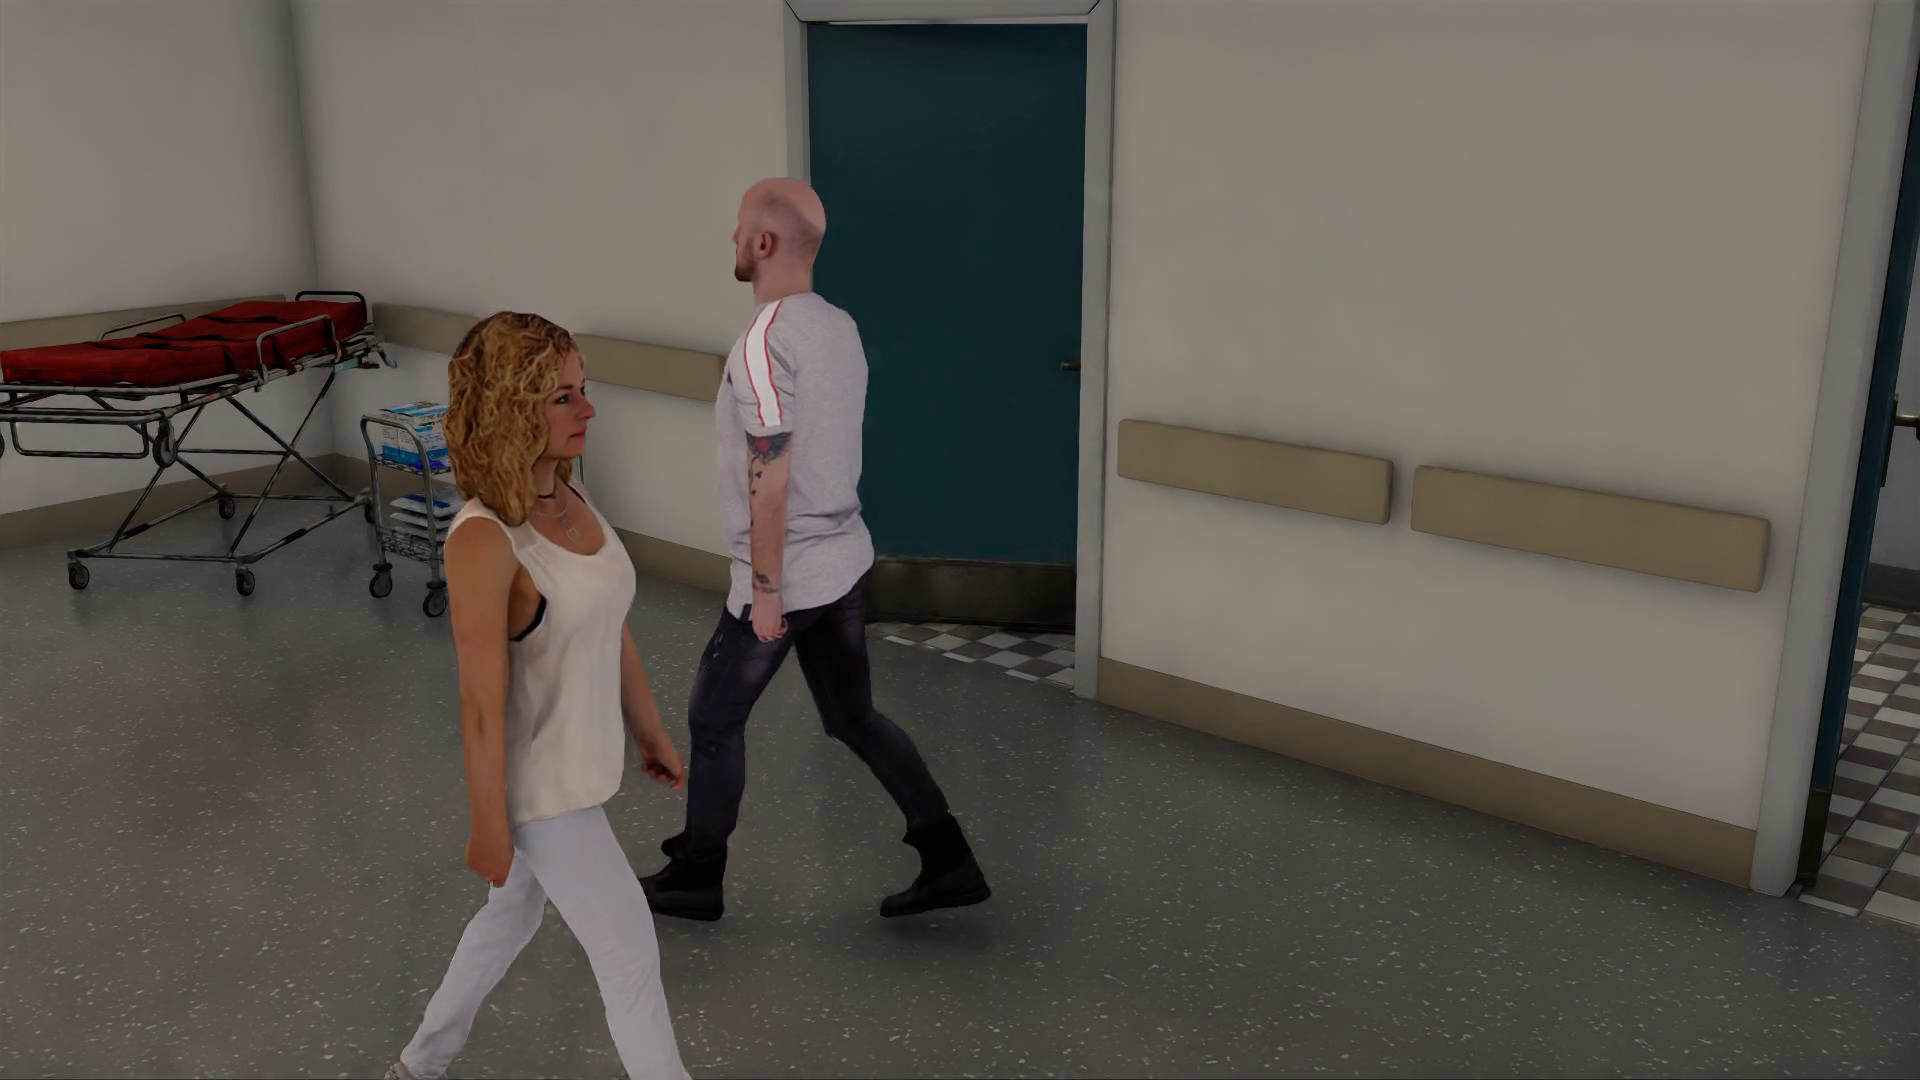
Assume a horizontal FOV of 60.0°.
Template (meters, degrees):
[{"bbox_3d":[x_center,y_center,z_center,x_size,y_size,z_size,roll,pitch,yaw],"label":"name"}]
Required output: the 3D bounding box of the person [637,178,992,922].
[{"bbox_3d":[-0.298,0.104,3.871,1.261,1.800,0.923,7,17,22],"label":"person"}]

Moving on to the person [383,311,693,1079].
[{"bbox_3d":[-0.824,0.421,3.052,1.141,1.633,0.992,1,16,4],"label":"person"}]
